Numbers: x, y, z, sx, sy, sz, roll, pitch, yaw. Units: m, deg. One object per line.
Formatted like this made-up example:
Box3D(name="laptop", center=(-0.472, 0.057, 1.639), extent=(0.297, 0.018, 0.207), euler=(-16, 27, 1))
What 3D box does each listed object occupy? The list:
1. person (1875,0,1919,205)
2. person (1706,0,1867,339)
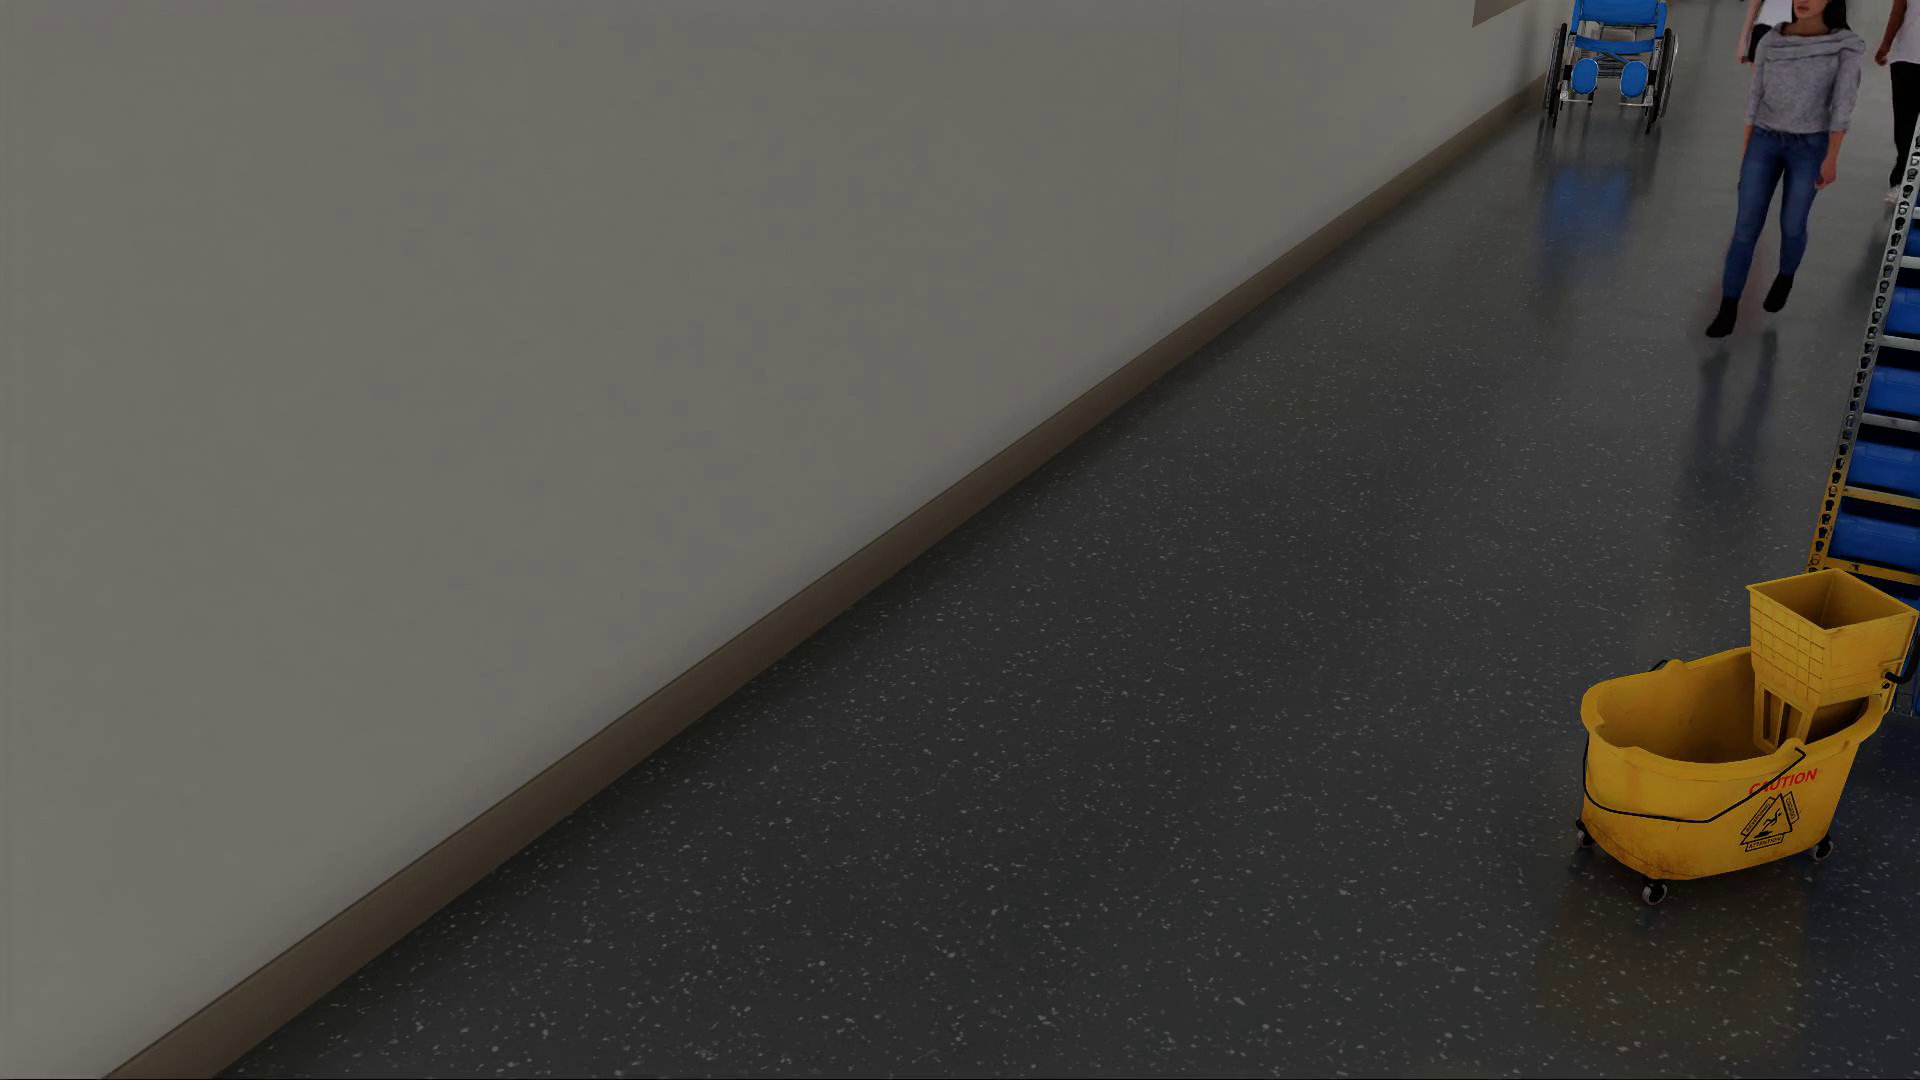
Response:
Box3D(name="person", center=(5.604, -2.794, 9.561), extent=(1.111, 1.646, 0.885), euler=(22, 33, 38))
Box3D(name="person", center=(3.691, -1.698, 7.354), extent=(1.024, 1.588, 0.785), euler=(20, 32, 35))
